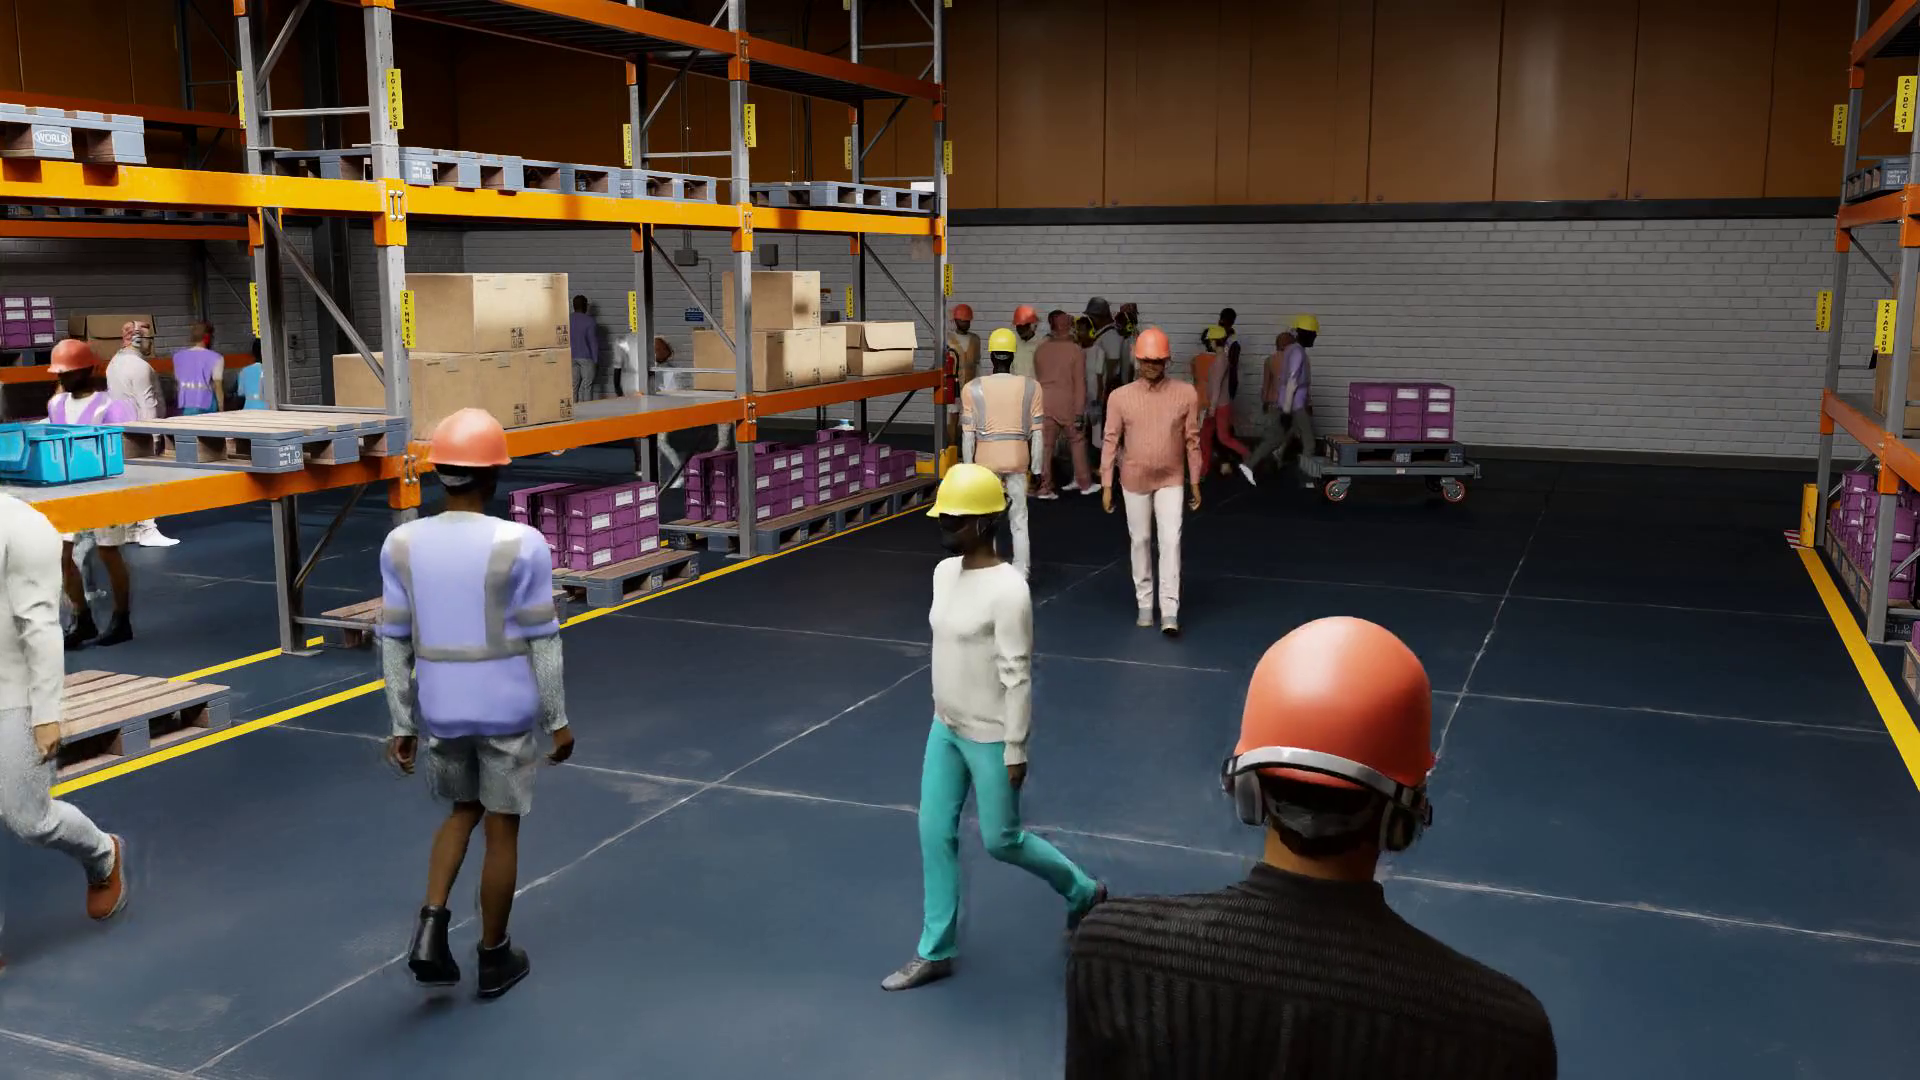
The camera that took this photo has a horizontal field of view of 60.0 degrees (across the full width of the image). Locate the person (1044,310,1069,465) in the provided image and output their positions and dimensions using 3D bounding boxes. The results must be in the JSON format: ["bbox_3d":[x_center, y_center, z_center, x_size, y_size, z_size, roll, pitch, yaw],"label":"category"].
[{"bbox_3d":[1.132,-1.826,19.897,0.328,1.844,0.514,4,10,22],"label":"person"}]

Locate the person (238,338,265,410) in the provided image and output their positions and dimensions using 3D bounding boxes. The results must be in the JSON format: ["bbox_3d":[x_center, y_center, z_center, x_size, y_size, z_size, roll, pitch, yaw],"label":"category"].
[{"bbox_3d":[-7.177,-1.239,16.945,0.521,1.649,0.825,5,11,30],"label":"person"}]

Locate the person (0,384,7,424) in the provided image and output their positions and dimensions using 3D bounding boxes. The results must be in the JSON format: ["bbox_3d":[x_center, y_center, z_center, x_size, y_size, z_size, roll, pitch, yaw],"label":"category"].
[{"bbox_3d":[-7.163,-0.576,12.339,0.525,1.843,0.868,6,11,33],"label":"person"}]

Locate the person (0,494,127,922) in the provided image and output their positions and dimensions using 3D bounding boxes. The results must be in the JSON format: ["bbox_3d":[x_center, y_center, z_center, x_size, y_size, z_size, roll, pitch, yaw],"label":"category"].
[{"bbox_3d":[-3.177,0.519,5.495,0.631,1.910,0.775,1,9,7],"label":"person"}]

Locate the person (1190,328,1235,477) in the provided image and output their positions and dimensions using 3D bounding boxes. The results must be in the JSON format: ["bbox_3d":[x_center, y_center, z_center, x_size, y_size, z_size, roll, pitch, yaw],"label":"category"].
[{"bbox_3d":[2.845,-1.533,18.630,0.545,1.682,0.558,9,13,42],"label":"person"}]

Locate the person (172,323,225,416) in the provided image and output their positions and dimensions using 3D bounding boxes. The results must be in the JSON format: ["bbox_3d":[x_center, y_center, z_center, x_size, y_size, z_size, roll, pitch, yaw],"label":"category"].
[{"bbox_3d":[-7.832,-1.338,17.149,0.565,1.782,0.973,0,9,2],"label":"person"}]

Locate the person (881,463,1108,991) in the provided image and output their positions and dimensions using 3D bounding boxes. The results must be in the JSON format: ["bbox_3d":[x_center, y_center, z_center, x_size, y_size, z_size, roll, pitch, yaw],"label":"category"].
[{"bbox_3d":[0.118,0.605,5.483,0.746,1.744,0.527,-6,11,-31],"label":"person"}]

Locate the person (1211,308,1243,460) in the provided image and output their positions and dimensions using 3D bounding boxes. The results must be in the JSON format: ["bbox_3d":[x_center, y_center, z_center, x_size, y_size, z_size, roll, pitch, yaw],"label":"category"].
[{"bbox_3d":[3.197,-1.878,20.177,0.490,1.853,0.692,-3,10,-19],"label":"person"}]

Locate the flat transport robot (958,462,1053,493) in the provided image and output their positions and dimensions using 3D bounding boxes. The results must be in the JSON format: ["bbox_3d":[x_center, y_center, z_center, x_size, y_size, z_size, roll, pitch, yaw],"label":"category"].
[{"bbox_3d":[0.233,-0.668,17.642,1.431,0.197,0.652,9,13,42],"label":"flat transport robot"}]

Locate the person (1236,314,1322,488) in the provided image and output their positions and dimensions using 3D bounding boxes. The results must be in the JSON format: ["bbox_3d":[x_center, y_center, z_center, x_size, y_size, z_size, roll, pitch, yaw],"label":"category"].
[{"bbox_3d":[3.472,-1.472,17.687,0.966,1.876,0.570,0,9,0],"label":"person"}]

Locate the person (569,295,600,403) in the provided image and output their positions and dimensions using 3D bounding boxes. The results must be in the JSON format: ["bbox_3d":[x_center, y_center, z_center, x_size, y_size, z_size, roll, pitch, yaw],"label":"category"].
[{"bbox_3d":[-5.636,-2.678,24.778,0.636,1.939,0.363,4,10,23],"label":"person"}]

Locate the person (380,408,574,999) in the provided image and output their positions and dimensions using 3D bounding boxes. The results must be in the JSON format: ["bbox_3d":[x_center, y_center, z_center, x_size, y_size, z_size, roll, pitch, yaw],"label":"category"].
[{"bbox_3d":[-1.539,0.541,5.322,0.553,1.922,0.441,2,10,12],"label":"person"}]

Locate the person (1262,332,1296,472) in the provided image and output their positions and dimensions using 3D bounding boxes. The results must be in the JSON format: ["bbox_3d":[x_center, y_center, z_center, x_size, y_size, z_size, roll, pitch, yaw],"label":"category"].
[{"bbox_3d":[3.705,-1.593,19.183,0.507,1.611,0.725,7,11,35],"label":"person"}]

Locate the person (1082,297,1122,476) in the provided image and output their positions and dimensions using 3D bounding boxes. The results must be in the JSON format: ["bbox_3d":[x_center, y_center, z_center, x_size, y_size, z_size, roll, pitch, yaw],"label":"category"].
[{"bbox_3d":[1.539,-1.729,18.720,0.536,2.000,0.689,-3,10,-17],"label":"person"}]

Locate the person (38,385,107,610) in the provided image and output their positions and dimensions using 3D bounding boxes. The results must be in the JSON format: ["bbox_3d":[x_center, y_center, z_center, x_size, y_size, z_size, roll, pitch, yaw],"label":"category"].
[{"bbox_3d":[-6.132,-0.319,11.500,0.502,1.603,0.707,0,9,3],"label":"person"}]

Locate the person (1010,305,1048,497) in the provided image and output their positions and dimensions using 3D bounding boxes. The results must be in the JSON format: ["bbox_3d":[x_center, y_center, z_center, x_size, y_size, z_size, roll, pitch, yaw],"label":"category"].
[{"bbox_3d":[0.731,-1.422,17.077,0.638,1.972,0.496,4,10,25],"label":"person"}]

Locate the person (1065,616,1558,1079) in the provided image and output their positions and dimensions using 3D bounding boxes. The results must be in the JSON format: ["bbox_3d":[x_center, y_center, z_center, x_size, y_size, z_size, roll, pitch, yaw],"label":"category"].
[{"bbox_3d":[0.385,1.066,2.059,0.611,1.959,0.994,3,10,16],"label":"person"}]

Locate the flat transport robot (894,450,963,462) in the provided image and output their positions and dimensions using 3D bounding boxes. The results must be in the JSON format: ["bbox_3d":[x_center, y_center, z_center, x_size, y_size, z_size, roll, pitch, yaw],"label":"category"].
[{"bbox_3d":[-0.580,-0.866,18.841,0.652,0.197,1.431,-7,12,-37],"label":"flat transport robot"}]

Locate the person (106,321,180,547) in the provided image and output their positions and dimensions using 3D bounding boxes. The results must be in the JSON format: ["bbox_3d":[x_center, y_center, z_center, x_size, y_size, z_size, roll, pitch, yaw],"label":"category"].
[{"bbox_3d":[-6.916,-0.894,14.073,0.651,1.904,0.401,8,13,42],"label":"person"}]

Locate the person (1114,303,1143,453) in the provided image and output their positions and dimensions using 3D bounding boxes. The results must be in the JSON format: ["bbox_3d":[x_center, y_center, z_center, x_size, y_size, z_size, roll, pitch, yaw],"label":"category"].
[{"bbox_3d":[2.101,-2.000,20.761,0.403,1.911,0.637,-5,11,-28],"label":"person"}]

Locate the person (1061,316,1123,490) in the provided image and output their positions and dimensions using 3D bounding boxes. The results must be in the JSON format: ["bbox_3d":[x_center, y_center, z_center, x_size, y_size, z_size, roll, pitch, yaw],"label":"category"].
[{"bbox_3d":[1.454,-1.447,17.614,0.757,1.847,0.526,-6,11,-32],"label":"person"}]

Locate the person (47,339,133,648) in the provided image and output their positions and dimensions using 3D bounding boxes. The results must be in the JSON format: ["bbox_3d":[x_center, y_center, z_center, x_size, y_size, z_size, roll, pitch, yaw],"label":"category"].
[{"bbox_3d":[-5.398,-0.269,10.228,0.563,1.915,0.649,2,10,14],"label":"person"}]

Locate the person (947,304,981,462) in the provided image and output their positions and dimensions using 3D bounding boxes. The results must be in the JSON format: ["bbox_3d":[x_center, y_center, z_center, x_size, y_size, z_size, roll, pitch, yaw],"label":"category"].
[{"bbox_3d":[0.059,-1.821,19.656,0.560,1.917,0.665,-4,10,-23],"label":"person"}]

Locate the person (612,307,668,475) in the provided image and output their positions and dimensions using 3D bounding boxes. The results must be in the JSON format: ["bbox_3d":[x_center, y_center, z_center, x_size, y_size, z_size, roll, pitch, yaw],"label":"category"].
[{"bbox_3d":[-3.622,-1.711,18.865,0.623,1.947,0.498,-2,10,-12],"label":"person"}]

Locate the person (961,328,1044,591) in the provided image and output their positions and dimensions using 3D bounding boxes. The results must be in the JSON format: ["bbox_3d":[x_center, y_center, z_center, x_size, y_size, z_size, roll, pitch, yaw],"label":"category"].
[{"bbox_3d":[0.297,-0.536,11.830,0.593,1.926,0.365,-1,9,-8],"label":"person"}]

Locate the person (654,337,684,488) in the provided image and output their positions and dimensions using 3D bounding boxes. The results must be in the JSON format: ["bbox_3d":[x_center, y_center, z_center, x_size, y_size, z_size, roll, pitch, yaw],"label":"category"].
[{"bbox_3d":[-3.149,-1.335,17.627,0.551,1.614,0.516,-5,10,-26],"label":"person"}]

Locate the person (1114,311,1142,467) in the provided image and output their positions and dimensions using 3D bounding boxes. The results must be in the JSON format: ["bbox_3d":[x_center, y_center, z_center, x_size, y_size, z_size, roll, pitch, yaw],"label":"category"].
[{"bbox_3d":[1.950,-1.759,19.501,0.393,1.841,0.566,0,9,2],"label":"person"}]

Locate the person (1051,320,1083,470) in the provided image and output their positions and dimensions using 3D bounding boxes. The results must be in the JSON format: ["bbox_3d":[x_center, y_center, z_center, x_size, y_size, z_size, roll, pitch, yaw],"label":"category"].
[{"bbox_3d":[1.369,-1.687,19.307,0.975,1.765,0.644,-6,11,-32],"label":"person"}]

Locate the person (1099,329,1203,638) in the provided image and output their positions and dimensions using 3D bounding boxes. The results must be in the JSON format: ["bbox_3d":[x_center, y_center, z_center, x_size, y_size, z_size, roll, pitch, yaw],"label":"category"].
[{"bbox_3d":[1.215,-0.352,10.619,0.661,1.952,0.946,1,9,7],"label":"person"}]

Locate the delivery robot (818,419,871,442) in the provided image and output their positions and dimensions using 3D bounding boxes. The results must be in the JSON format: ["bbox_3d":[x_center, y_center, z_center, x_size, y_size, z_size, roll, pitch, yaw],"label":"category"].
[{"bbox_3d":[-1.363,-1.178,19.588,0.477,0.478,0.707,-8,12,-41],"label":"delivery robot"}]

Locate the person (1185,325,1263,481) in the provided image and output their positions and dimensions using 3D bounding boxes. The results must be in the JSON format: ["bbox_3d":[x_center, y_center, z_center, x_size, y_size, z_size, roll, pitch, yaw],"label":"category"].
[{"bbox_3d":[2.895,-1.473,18.115,0.790,1.738,0.521,1,9,4],"label":"person"}]

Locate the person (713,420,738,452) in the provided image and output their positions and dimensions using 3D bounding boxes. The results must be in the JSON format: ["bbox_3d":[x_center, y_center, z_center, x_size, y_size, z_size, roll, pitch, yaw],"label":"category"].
[{"bbox_3d":[-2.410,-1.323,17.535,0.536,1.611,0.671,5,11,30],"label":"person"}]

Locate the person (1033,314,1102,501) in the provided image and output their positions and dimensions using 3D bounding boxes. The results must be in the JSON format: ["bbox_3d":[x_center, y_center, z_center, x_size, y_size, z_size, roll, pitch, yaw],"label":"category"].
[{"bbox_3d":[1.085,-1.346,16.892,0.661,1.869,0.898,6,11,34],"label":"person"}]
